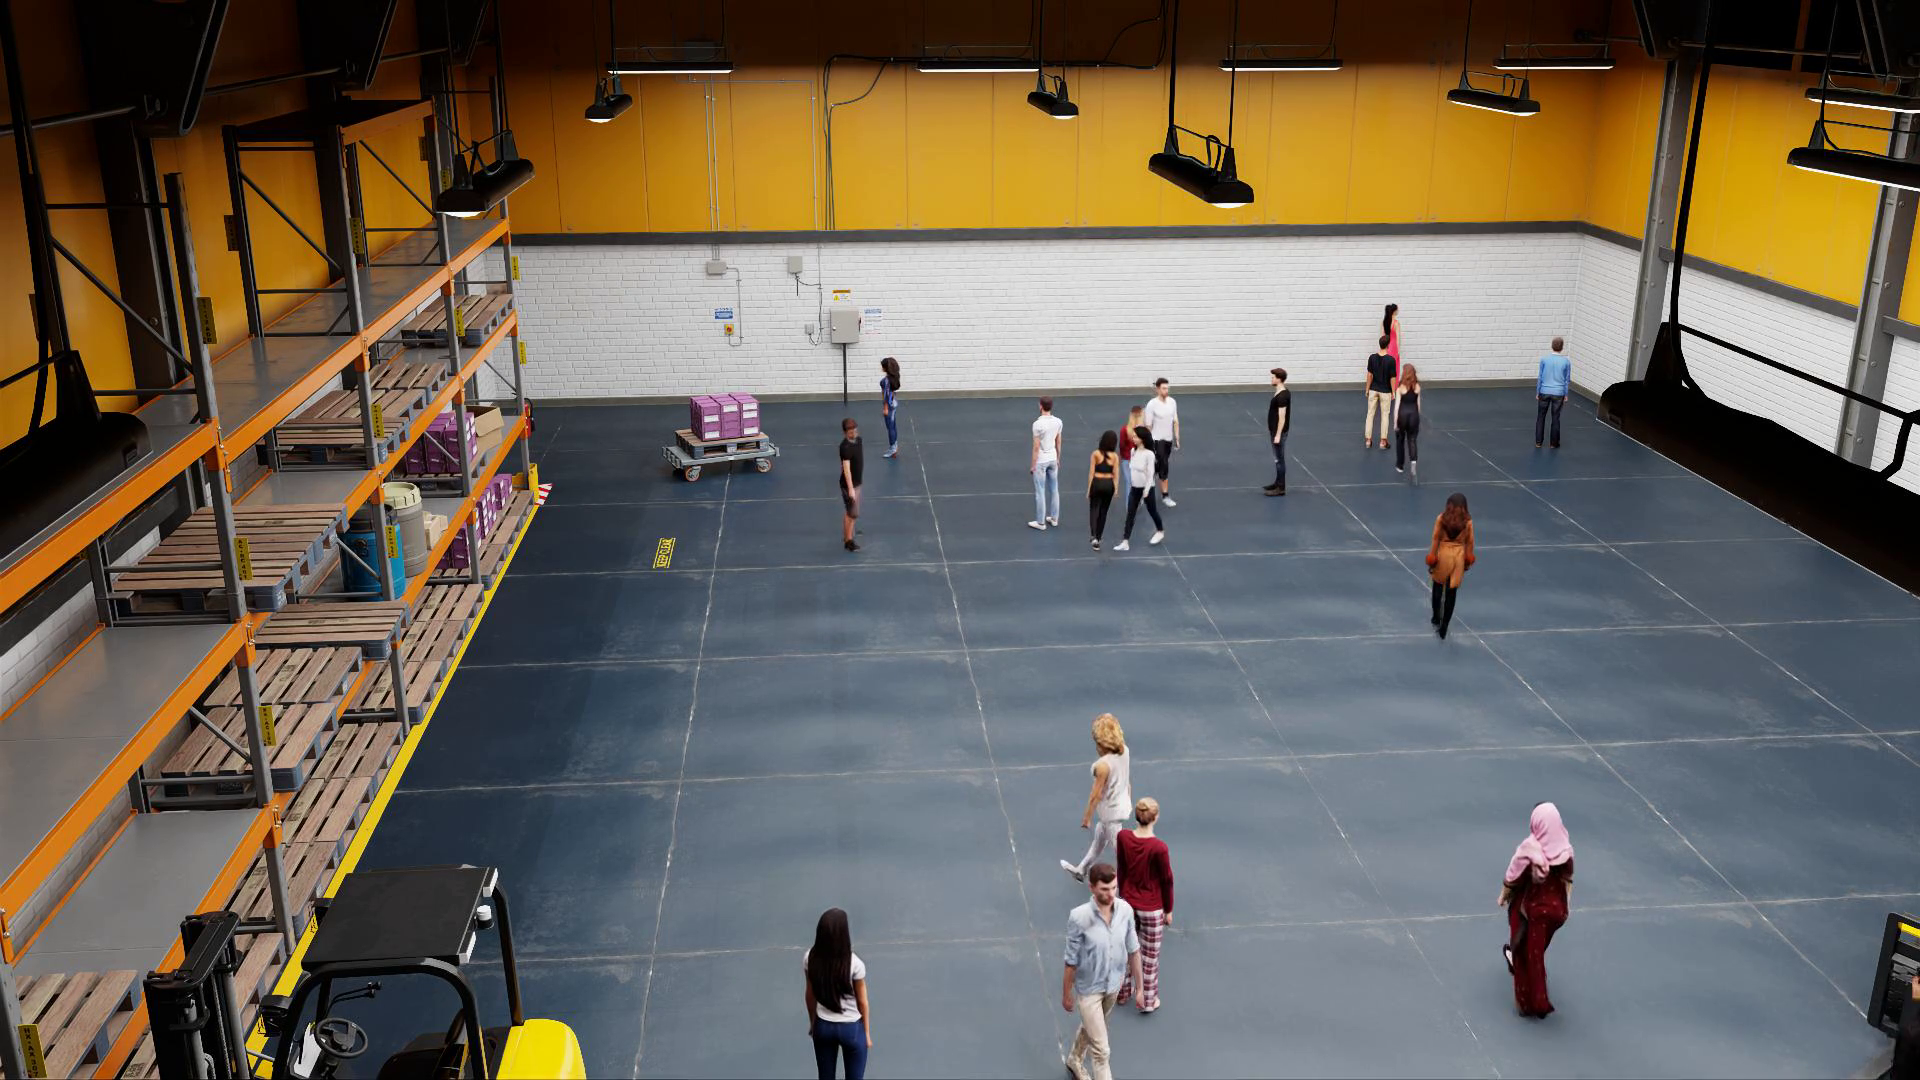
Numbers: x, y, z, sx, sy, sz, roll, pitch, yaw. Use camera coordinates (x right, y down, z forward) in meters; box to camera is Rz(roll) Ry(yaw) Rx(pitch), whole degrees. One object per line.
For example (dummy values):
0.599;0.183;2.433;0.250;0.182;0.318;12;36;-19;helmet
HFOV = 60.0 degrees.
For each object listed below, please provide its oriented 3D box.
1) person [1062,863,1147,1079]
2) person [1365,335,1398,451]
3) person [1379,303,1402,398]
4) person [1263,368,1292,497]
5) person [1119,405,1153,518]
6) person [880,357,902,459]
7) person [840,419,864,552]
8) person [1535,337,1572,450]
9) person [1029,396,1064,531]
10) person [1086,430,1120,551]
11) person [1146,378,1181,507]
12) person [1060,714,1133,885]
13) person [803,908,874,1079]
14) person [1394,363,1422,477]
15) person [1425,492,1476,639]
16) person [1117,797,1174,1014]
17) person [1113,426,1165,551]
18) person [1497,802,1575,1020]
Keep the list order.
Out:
0.888;2.944;11.081;0.977;1.796;1.292;-9;21;-25;person
6.783;-2.394;26.835;0.717;1.858;0.729;11;21;29;person
7.781;-3.437;30.139;0.773;1.727;0.678;-14;23;-35;person
4.685;-1.591;24.394;0.792;1.894;0.571;3;19;8;person
2.435;-1.037;23.234;0.785;1.584;1.090;3;19;9;person
-1.108;-2.121;26.393;0.718;1.624;0.572;3;19;10;person
-1.438;-0.764;22.055;1.053;1.820;0.644;0;19;1;person
9.578;-2.394;26.897;0.744;1.820;0.749;9;20;24;person
1.184;-1.075;22.930;0.732;1.851;0.736;-14;23;-36;person
1.882;-0.630;21.970;0.612;1.620;0.641;0;19;0;person
2.871;-1.456;24.097;1.025;1.828;1.289;-12;22;-31;person
1.310;2.233;13.469;1.072;1.619;1.103;11;22;30;person
-0.768;3.133;10.554;0.662;1.774;0.657;7;20;20;person
6.827;-1.795;25.275;0.606;1.720;1.019;-1;19;-2;person
5.616;0.312;19.039;0.840;1.706;0.900;4;19;11;person
1.323;2.641;12.135;0.685;1.698;0.725;13;22;33;person
2.497;-0.678;22.062;1.126;1.653;1.137;-17;25;-41;person
4.231;2.702;12.073;0.724;1.623;1.069;-3;19;-9;person
